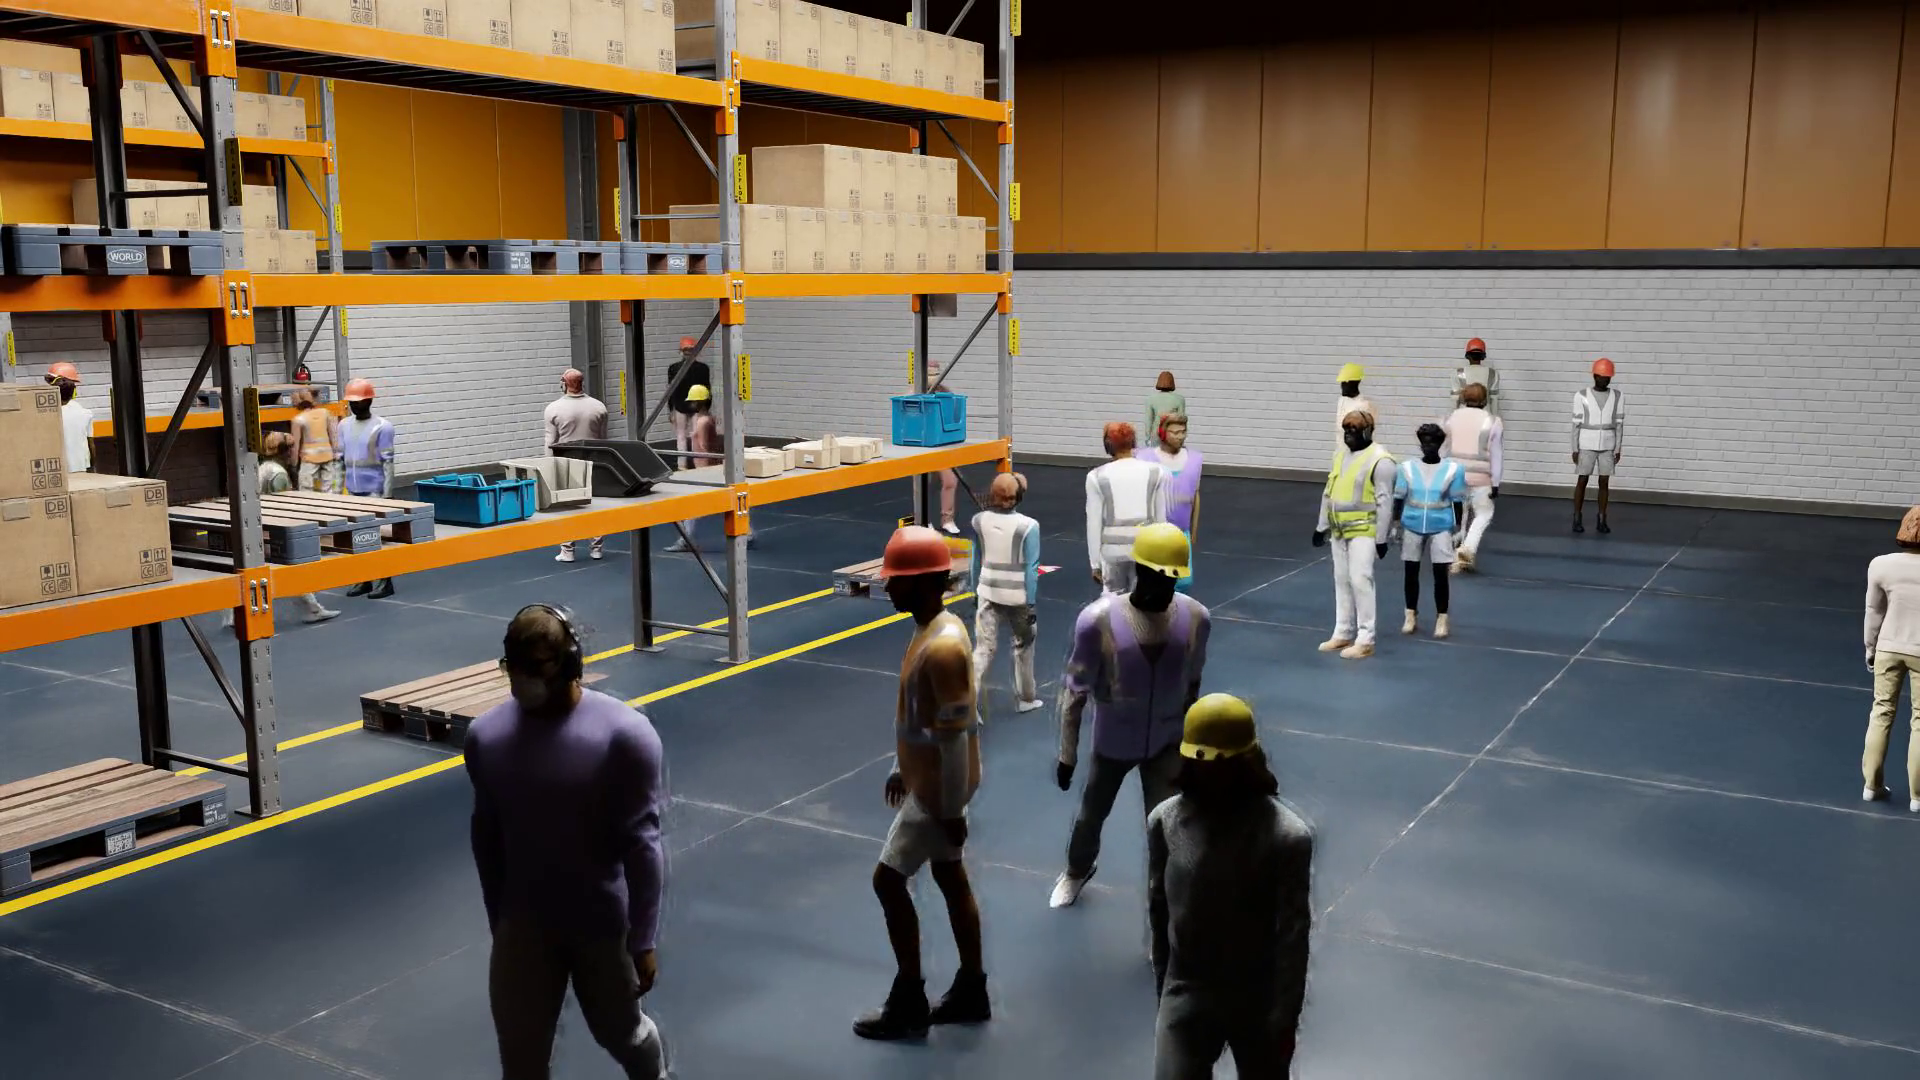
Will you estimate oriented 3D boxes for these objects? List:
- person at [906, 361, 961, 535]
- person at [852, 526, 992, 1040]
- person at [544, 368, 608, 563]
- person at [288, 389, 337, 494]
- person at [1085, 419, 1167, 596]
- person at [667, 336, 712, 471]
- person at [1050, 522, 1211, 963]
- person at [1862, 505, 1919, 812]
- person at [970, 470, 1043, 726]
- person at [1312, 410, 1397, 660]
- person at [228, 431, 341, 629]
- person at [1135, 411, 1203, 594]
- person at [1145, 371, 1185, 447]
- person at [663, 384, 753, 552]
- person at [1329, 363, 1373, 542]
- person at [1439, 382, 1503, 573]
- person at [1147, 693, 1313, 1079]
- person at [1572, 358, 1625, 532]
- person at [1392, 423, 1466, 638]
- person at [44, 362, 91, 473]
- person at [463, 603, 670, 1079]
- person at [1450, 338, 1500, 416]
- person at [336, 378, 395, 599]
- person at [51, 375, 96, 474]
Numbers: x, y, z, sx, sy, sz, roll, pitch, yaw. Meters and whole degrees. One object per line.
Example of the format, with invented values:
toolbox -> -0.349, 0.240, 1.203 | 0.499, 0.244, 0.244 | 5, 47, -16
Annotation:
person -> -0.260, -0.985, 18.035 | 0.685, 1.884, 0.699 | -5, 10, -26
person -> -0.180, 0.897, 6.214 | 0.683, 1.911, 0.546 | 0, 9, 0
person -> -3.782, -0.731, 16.387 | 0.642, 1.913, 0.409 | -6, 11, -31
person -> -6.967, -0.827, 17.945 | 0.323, 1.610, 0.605 | 6, 11, 32
person -> 1.145, 0.102, 11.347 | 0.584, 1.862, 0.748 | -1, 9, -6
person -> -3.769, -1.853, 23.200 | 0.639, 1.972, 0.812 | -4, 10, -24
person -> 0.701, 0.804, 7.012 | 0.634, 1.862, 1.037 | -1, 9, -9
person -> 5.052, 0.622, 8.831 | 0.277, 1.629, 0.496 | -7, 12, -38
person -> 0.259, 0.361, 10.516 | 0.523, 1.606, 0.808 | 6, 11, 31
person -> 2.939, -0.050, 12.398 | 0.445, 1.839, 0.645 | -4, 10, -23
person -> -5.464, -0.074, 13.282 | 0.870, 1.586, 0.519 | -5, 10, -29
person -> 1.545, -0.070, 12.544 | 0.562, 1.828, 0.470 | -3, 9, -16
person -> 2.541, -1.275, 20.641 | 0.501, 1.633, 0.285 | 2, 9, 10
person -> -2.547, -0.724, 16.954 | 0.885, 1.728, 0.547 | 0, 9, 1
person -> 4.186, -0.920, 17.564 | 0.556, 1.909, 0.604 | -2, 9, -14
person -> 4.784, -0.566, 15.640 | 0.632, 1.829, 0.520 | 7, 11, 37
person -> 0.766, 1.245, 4.709 | 0.490, 1.711, 0.867 | 4, 10, 24
person -> 6.982, -1.030, 18.213 | 0.545, 1.929, 0.393 | 1, 9, 9
person -> 3.671, -0.081, 13.032 | 0.553, 1.683, 0.354 | 4, 10, 24
person -> -8.623, -0.720, 16.069 | 0.610, 1.990, 0.389 | 4, 10, 22
person -> -1.143, 1.103, 4.971 | 0.631, 1.911, 0.941 | 2, 9, 10
person -> 6.393, -1.494, 20.736 | 0.605, 2.045, 0.378 | 1, 9, 5
person -> -5.222, -0.453, 14.589 | 0.549, 1.935, 0.388 | 3, 10, 18
person -> -8.527, -0.637, 15.923 | 0.328, 1.873, 0.517 | 6, 11, 35
